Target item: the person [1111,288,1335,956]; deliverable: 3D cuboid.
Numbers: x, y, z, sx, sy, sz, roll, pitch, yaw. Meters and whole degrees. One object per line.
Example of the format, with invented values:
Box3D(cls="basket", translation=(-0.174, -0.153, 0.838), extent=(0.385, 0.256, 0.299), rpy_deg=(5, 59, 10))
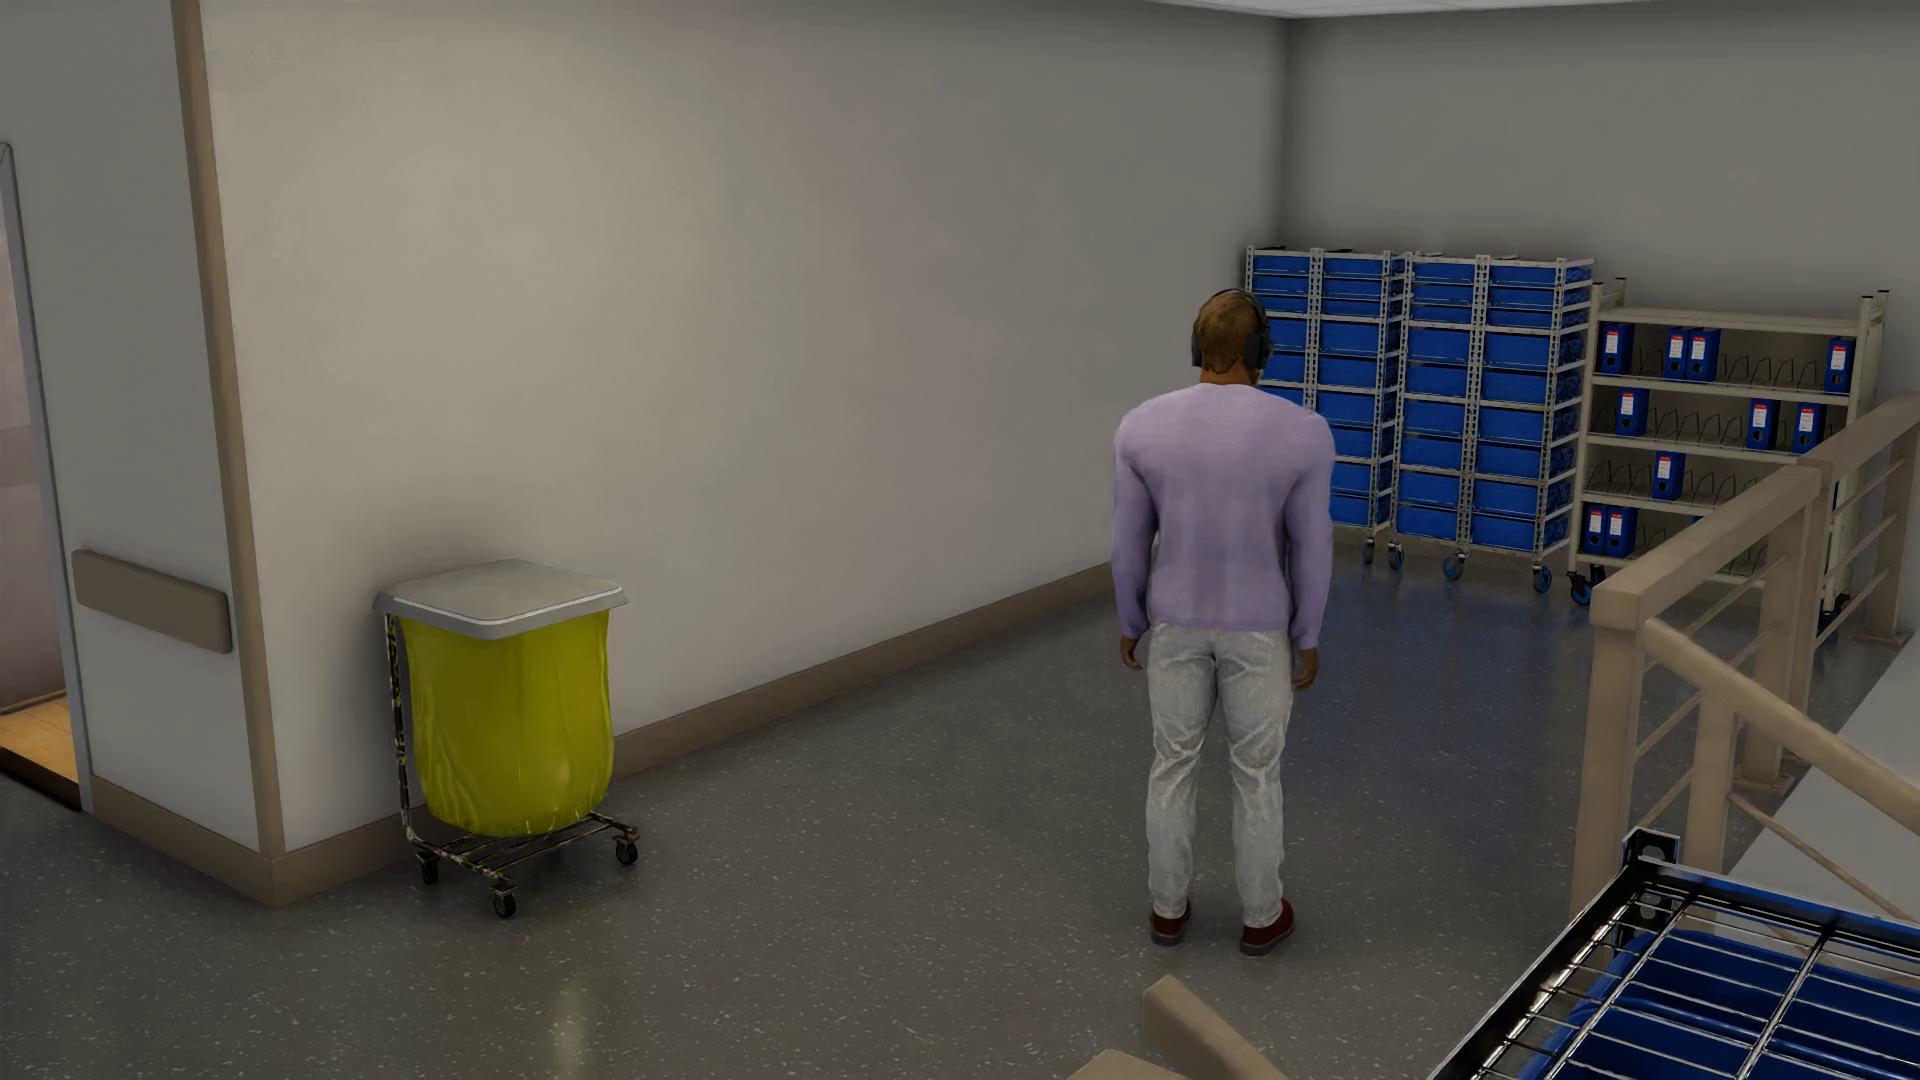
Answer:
Box3D(cls="person", translation=(0.743, 0.254, 4.794), extent=(0.629, 1.934, 0.377), rpy_deg=(5, 14, 19))
